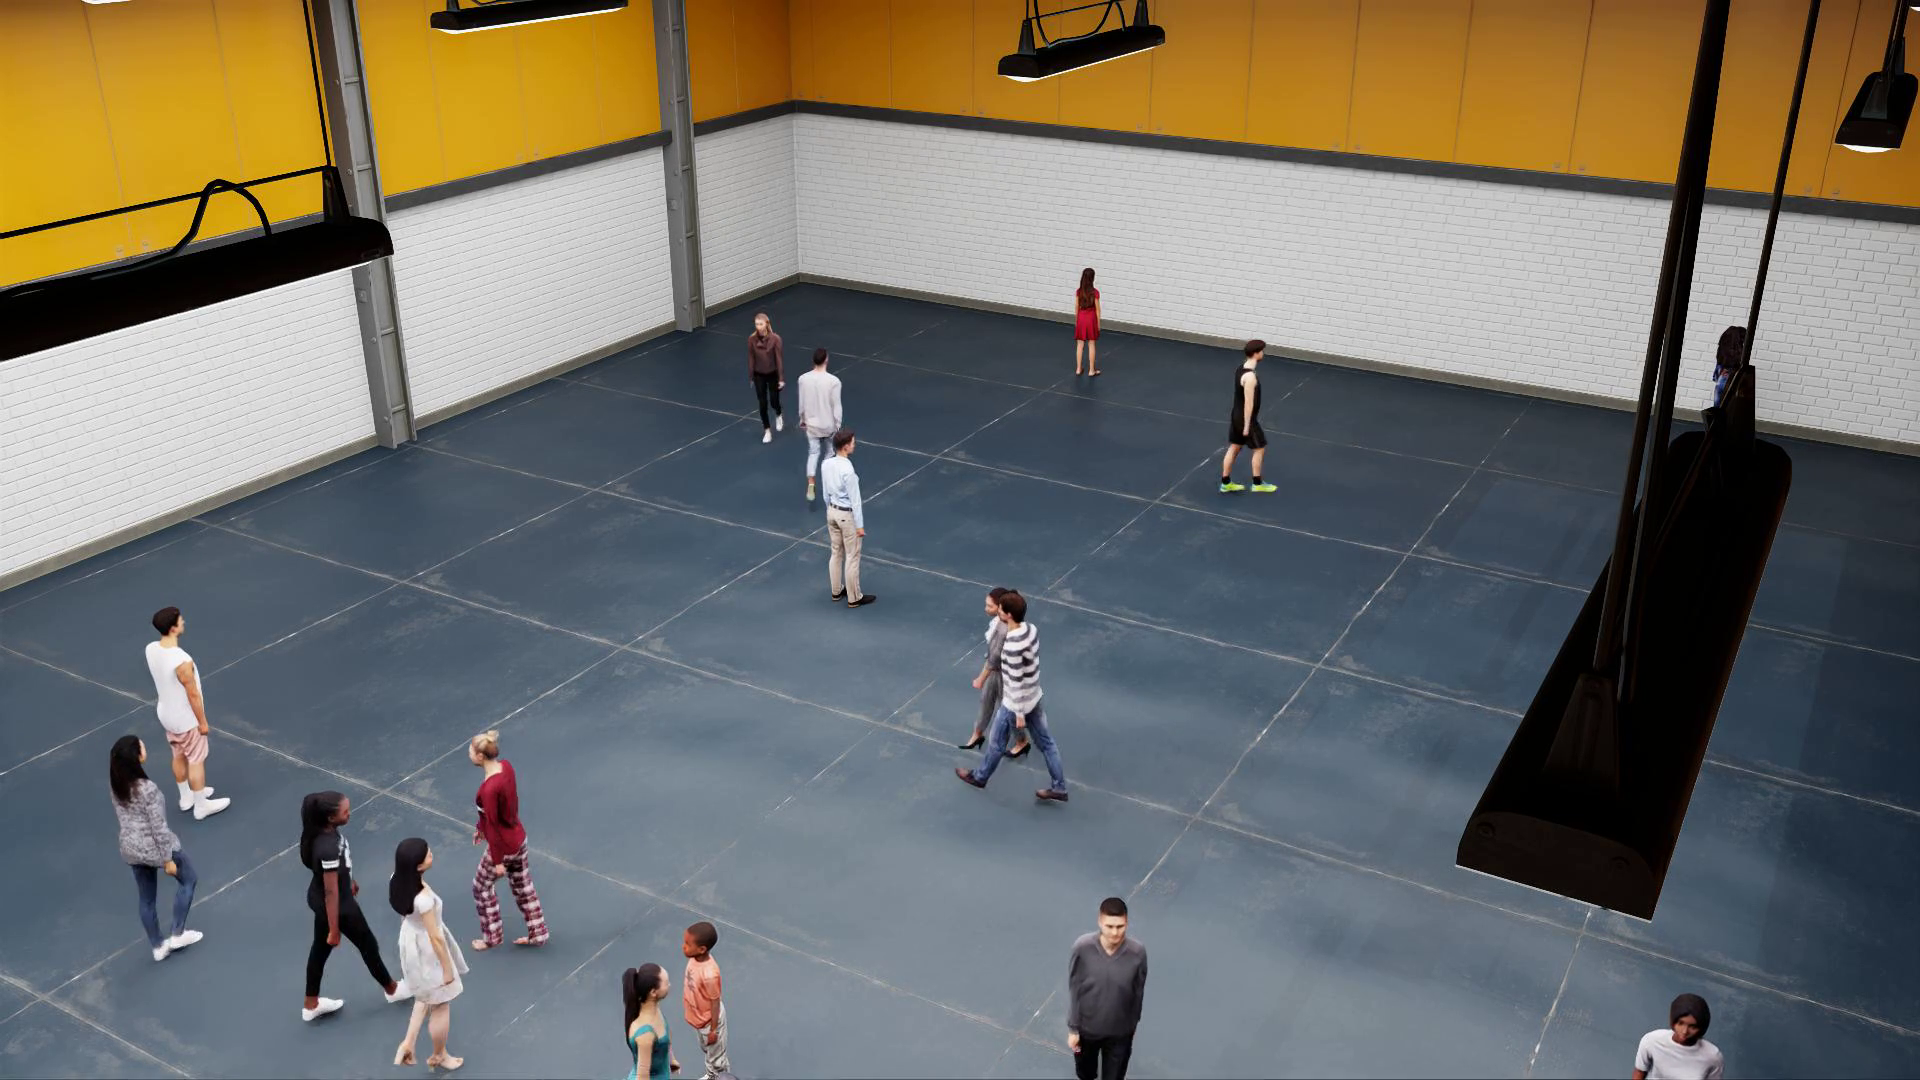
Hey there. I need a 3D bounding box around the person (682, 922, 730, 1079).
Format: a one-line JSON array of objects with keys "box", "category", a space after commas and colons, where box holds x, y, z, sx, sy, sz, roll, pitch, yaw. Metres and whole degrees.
[{"box": [-1.548, 2.902, 10.208, 0.596, 1.310, 0.565, -12, 26, -25], "category": "person"}]

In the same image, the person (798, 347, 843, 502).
[{"box": [-1.637, -1.327, 19.251, 0.887, 1.816, 1.123, 5, 24, 12], "category": "person"}]

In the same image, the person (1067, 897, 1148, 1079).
[{"box": [0.840, 2.825, 9.849, 0.896, 1.738, 1.152, 2, 24, 5], "category": "person"}]

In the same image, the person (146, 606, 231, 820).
[{"box": [-6.164, 1.364, 13.135, 0.623, 1.784, 0.564, 14, 27, 30], "category": "person"}]

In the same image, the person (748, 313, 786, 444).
[{"box": [-2.430, -2.088, 21.149, 0.761, 1.691, 0.841, 3, 24, 7], "category": "person"}]

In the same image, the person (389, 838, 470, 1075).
[{"box": [-3.372, 2.629, 10.268, 0.871, 1.763, 0.758, -20, 31, -38], "category": "person"}]

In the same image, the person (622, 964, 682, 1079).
[{"box": [-1.816, 3.101, 9.325, 1.039, 1.652, 1.004, -6, 24, -13], "category": "person"}]

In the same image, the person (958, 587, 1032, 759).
[{"box": [0.463, 1.135, 13.835, 0.954, 1.642, 0.932, 0, 24, 1], "category": "person"}]

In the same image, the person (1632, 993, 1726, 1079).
[{"box": [3.842, 3.183, 9.054, 0.615, 1.719, 0.553, 9, 25, 19], "category": "person"}]

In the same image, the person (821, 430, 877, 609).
[{"box": [-1.161, -0.224, 16.692, 0.686, 1.844, 0.705, -22, 32, -40], "category": "person"}]

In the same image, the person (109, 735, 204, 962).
[{"box": [-5.621, 2.159, 11.391, 0.678, 1.724, 0.638, 9, 25, 20], "category": "person"}]

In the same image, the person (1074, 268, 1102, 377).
[{"box": [1.809, -3.112, 23.662, 0.557, 1.553, 0.617, 11, 26, 23], "category": "person"}]

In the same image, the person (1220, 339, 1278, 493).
[{"box": [3.246, -1.413, 19.386, 1.036, 1.865, 0.989, -5, 24, -11], "category": "person"}]

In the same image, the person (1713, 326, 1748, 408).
[{"box": [9.616, -1.901, 20.812, 0.711, 1.616, 0.694, -12, 26, -26], "category": "person"}]

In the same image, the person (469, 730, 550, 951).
[{"box": [-3.086, 2.103, 11.567, 0.865, 1.685, 0.830, 2, 24, 4], "category": "person"}]

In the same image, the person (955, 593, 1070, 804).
[{"box": [0.580, 1.313, 13.244, 0.757, 1.790, 1.139, 11, 26, 23], "category": "person"}]

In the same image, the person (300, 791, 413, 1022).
[{"box": [-4.145, 2.414, 10.823, 1.174, 1.711, 1.034, -14, 27, -29], "category": "person"}]
